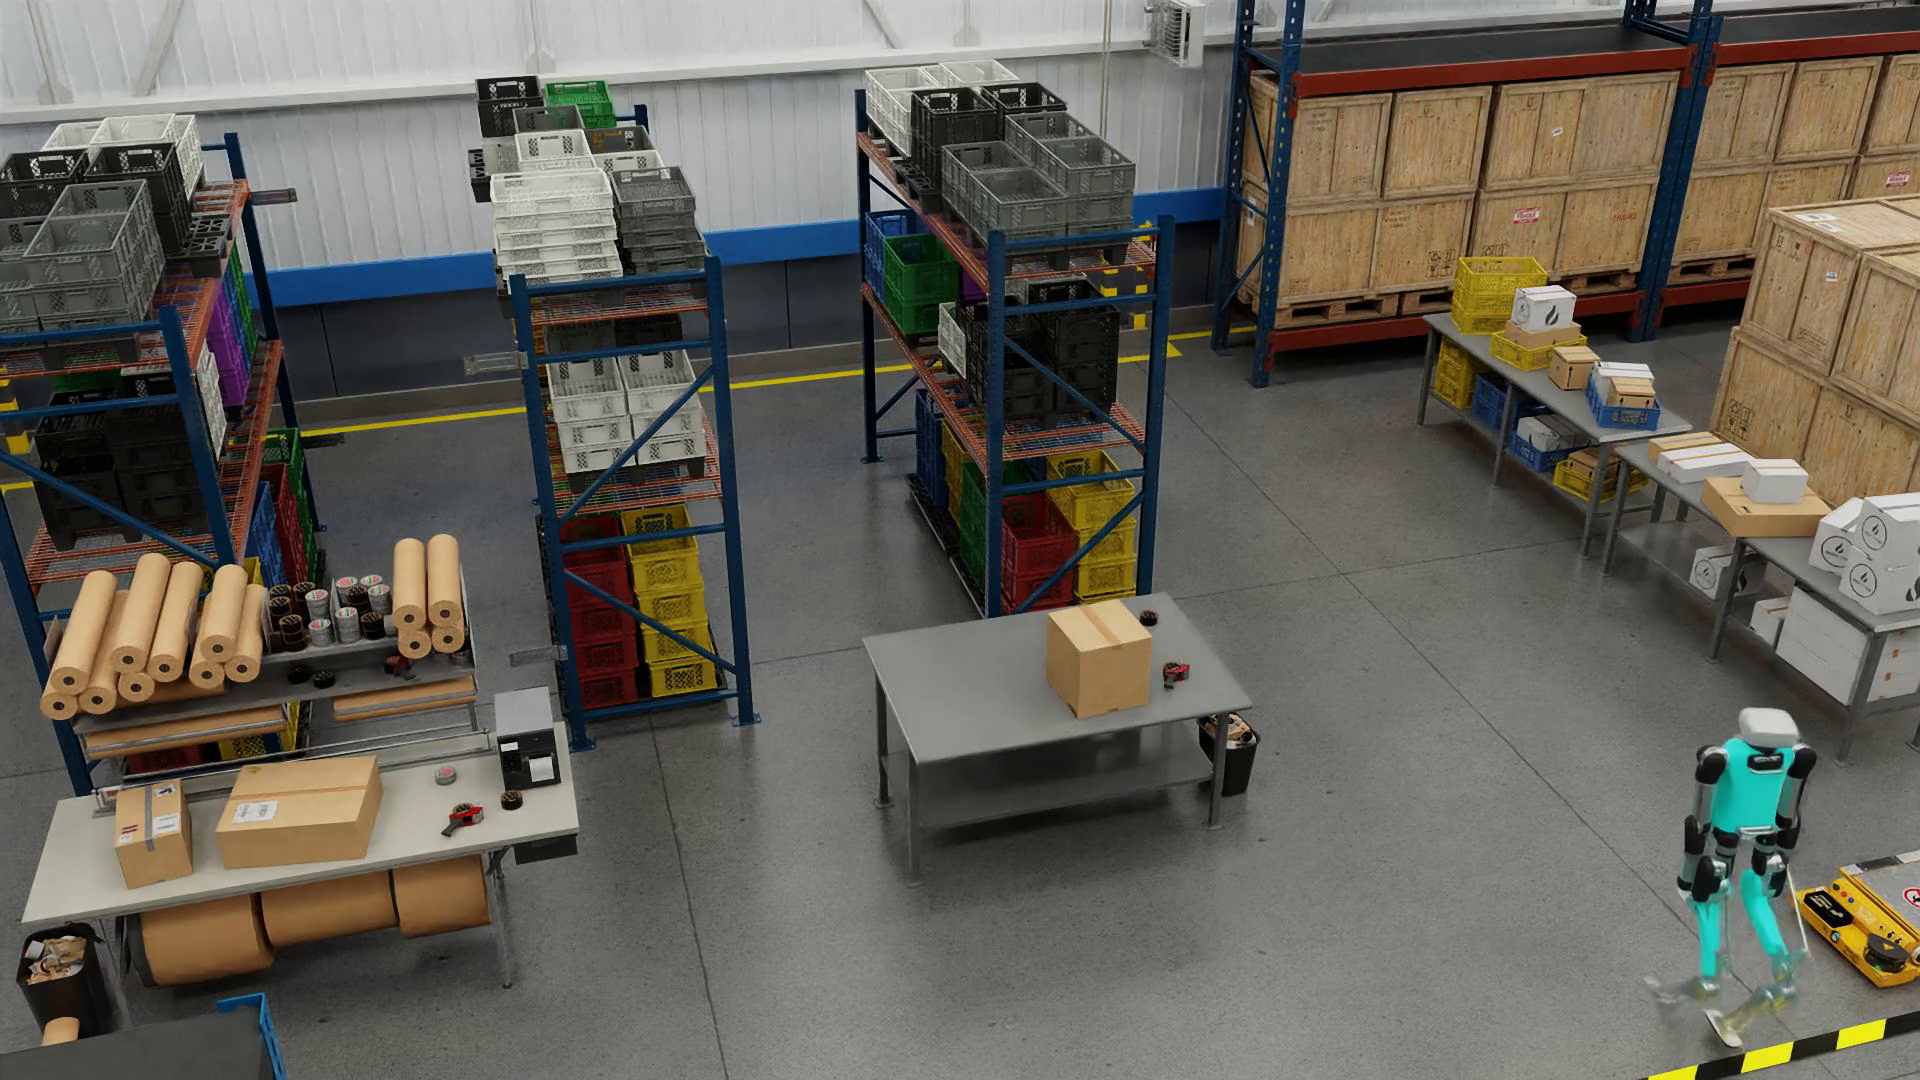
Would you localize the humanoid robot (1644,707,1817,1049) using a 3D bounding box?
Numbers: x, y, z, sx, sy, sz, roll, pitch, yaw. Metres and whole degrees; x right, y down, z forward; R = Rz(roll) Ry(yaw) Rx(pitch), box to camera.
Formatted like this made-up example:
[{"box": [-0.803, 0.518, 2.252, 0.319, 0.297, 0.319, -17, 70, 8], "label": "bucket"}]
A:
[{"box": [3.619, 1.667, 7.632, 0.535, 1.794, 0.835, -2, 29, -4], "label": "humanoid robot"}]

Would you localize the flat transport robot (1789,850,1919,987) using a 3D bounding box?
[{"box": [5.163, 1.916, 8.676, 1.431, 0.231, 0.659, -8, 30, -14], "label": "flat transport robot"}]
